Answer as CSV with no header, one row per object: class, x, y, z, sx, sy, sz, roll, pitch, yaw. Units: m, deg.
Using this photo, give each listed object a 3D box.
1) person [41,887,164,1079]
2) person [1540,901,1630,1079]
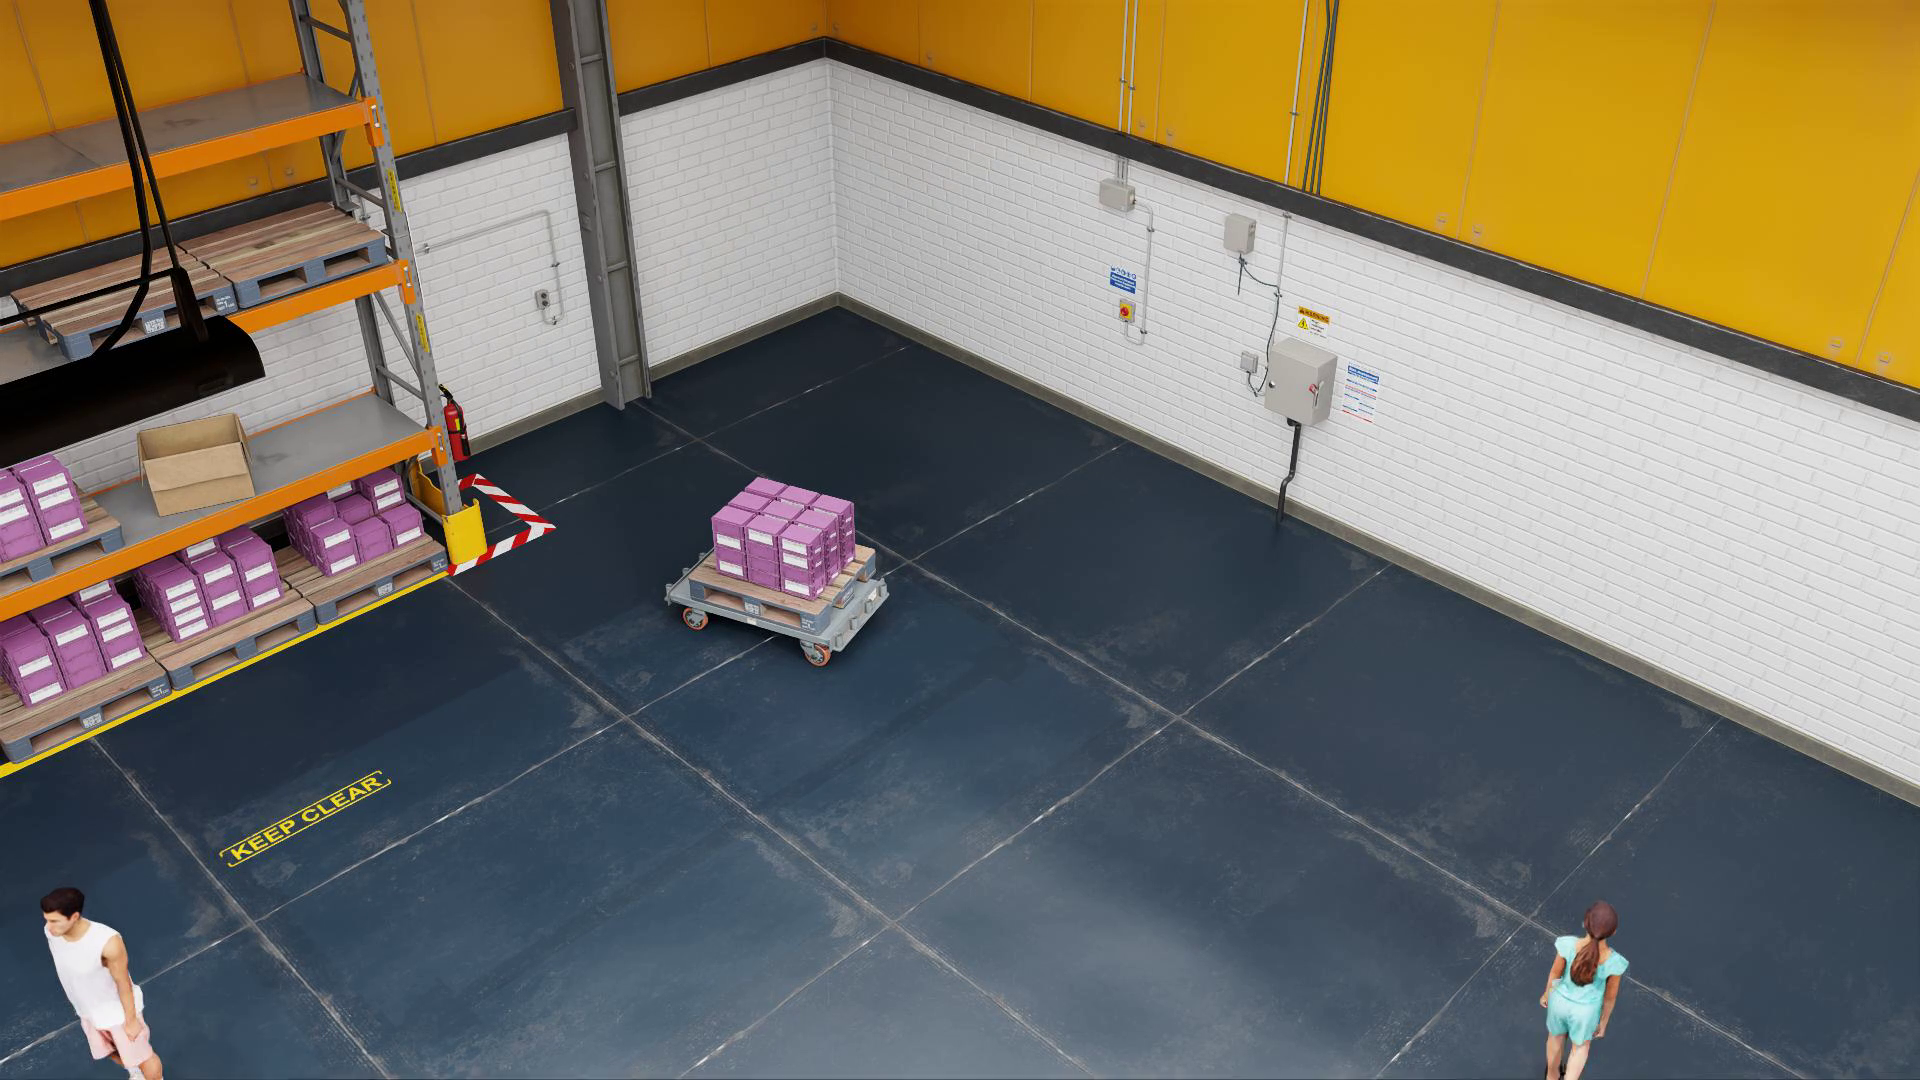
person,-4.755,2.572,9.334,0.748,1.793,0.758,12,35,17
person,3.475,2.668,9.412,0.694,1.548,0.867,15,37,22
